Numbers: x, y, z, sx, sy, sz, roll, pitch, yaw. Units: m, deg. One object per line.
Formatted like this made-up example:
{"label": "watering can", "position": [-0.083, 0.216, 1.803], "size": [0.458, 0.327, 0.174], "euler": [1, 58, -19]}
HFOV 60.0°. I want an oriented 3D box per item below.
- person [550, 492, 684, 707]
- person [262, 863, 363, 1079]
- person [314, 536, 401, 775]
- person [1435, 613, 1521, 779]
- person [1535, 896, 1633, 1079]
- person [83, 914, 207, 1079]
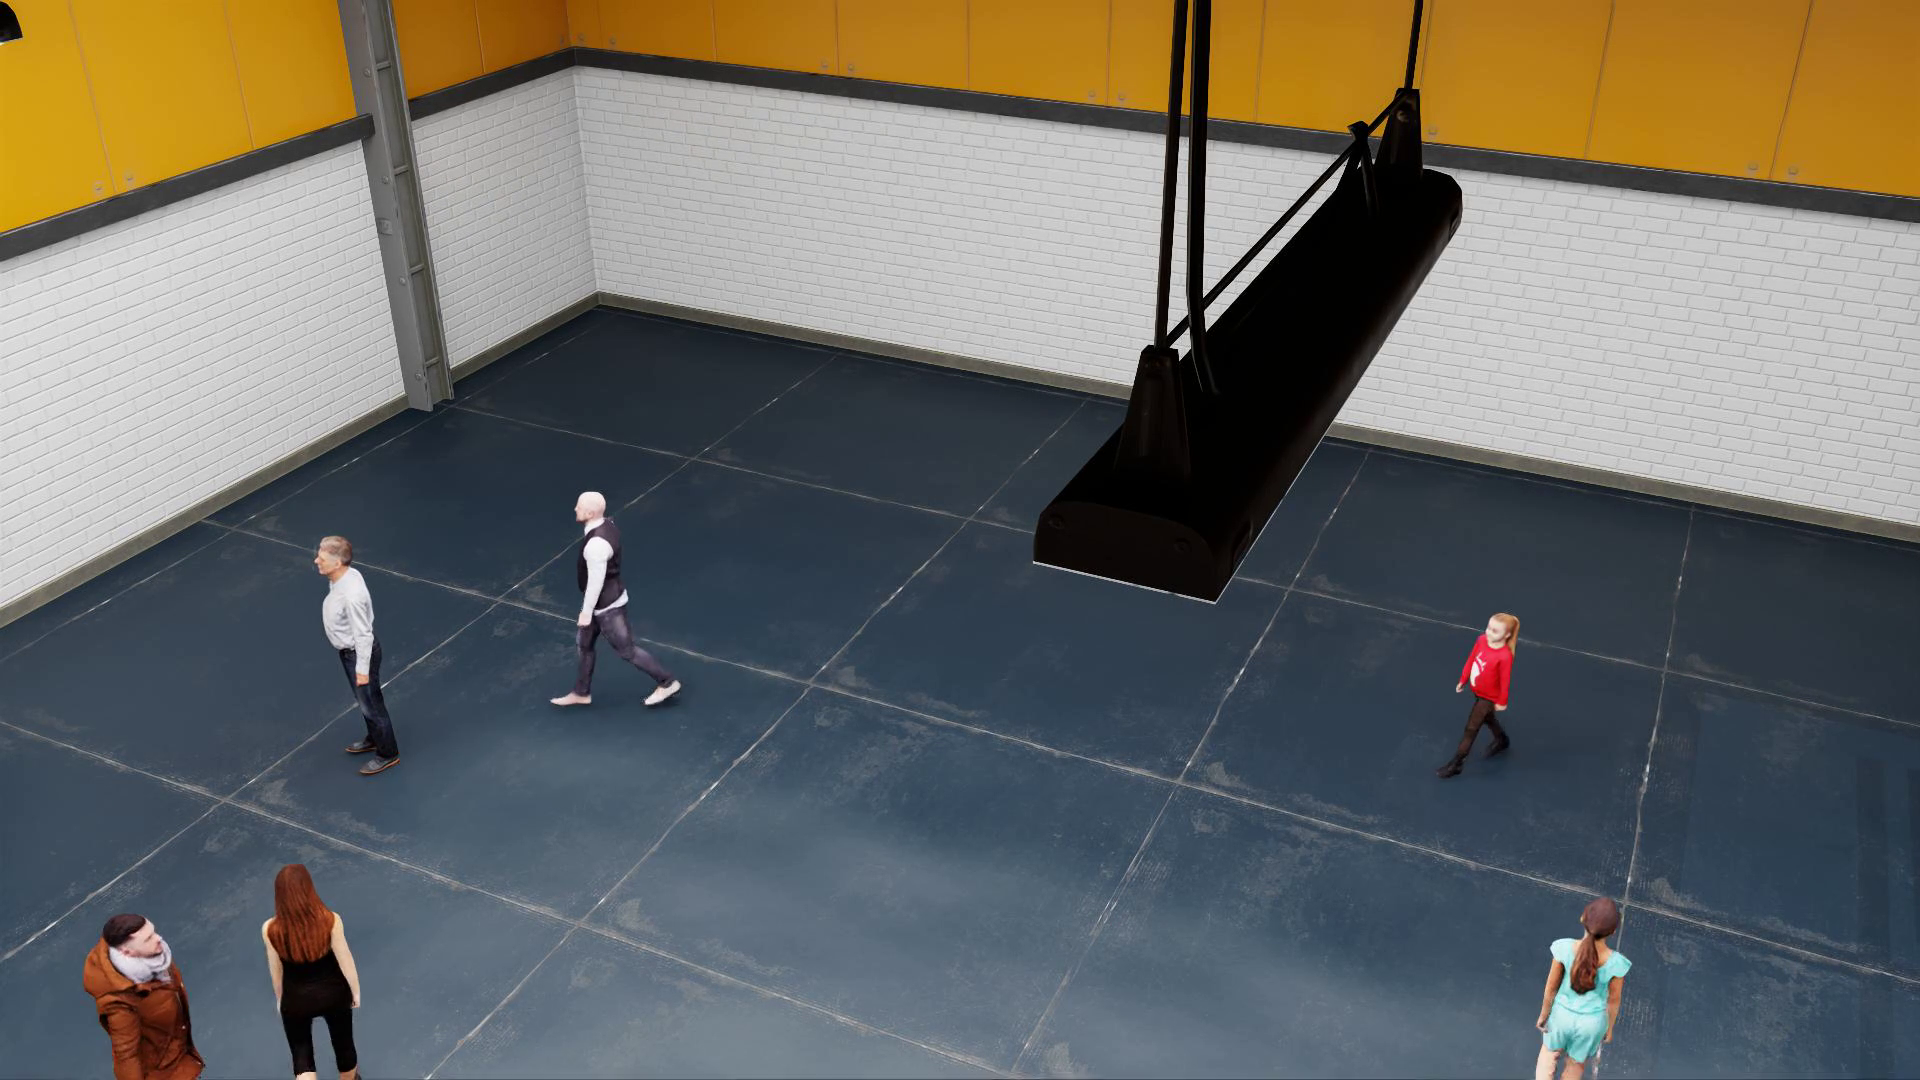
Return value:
{"label": "person", "position": [-2.498, 0.495, 12.135], "size": [1.220, 1.779, 1.243], "euler": [-6, 29, -11]}
{"label": "person", "position": [-3.367, 2.434, 8.645], "size": [0.906, 1.716, 0.999], "euler": [-7, 29, -13]}
{"label": "person", "position": [-4.194, 0.775, 11.578], "size": [0.753, 1.820, 0.739], "euler": [-17, 33, -28]}
{"label": "person", "position": [3.733, 1.056, 11.655], "size": [0.928, 1.254, 0.883], "euler": [-9, 30, -17]}
{"label": "person", "position": [3.203, 2.520, 8.663], "size": [0.573, 1.547, 0.763], "euler": [15, 32, 26]}
{"label": "person", "position": [-4.072, 2.601, 8.230], "size": [0.892, 1.821, 0.835], "euler": [-10, 30, -18]}
